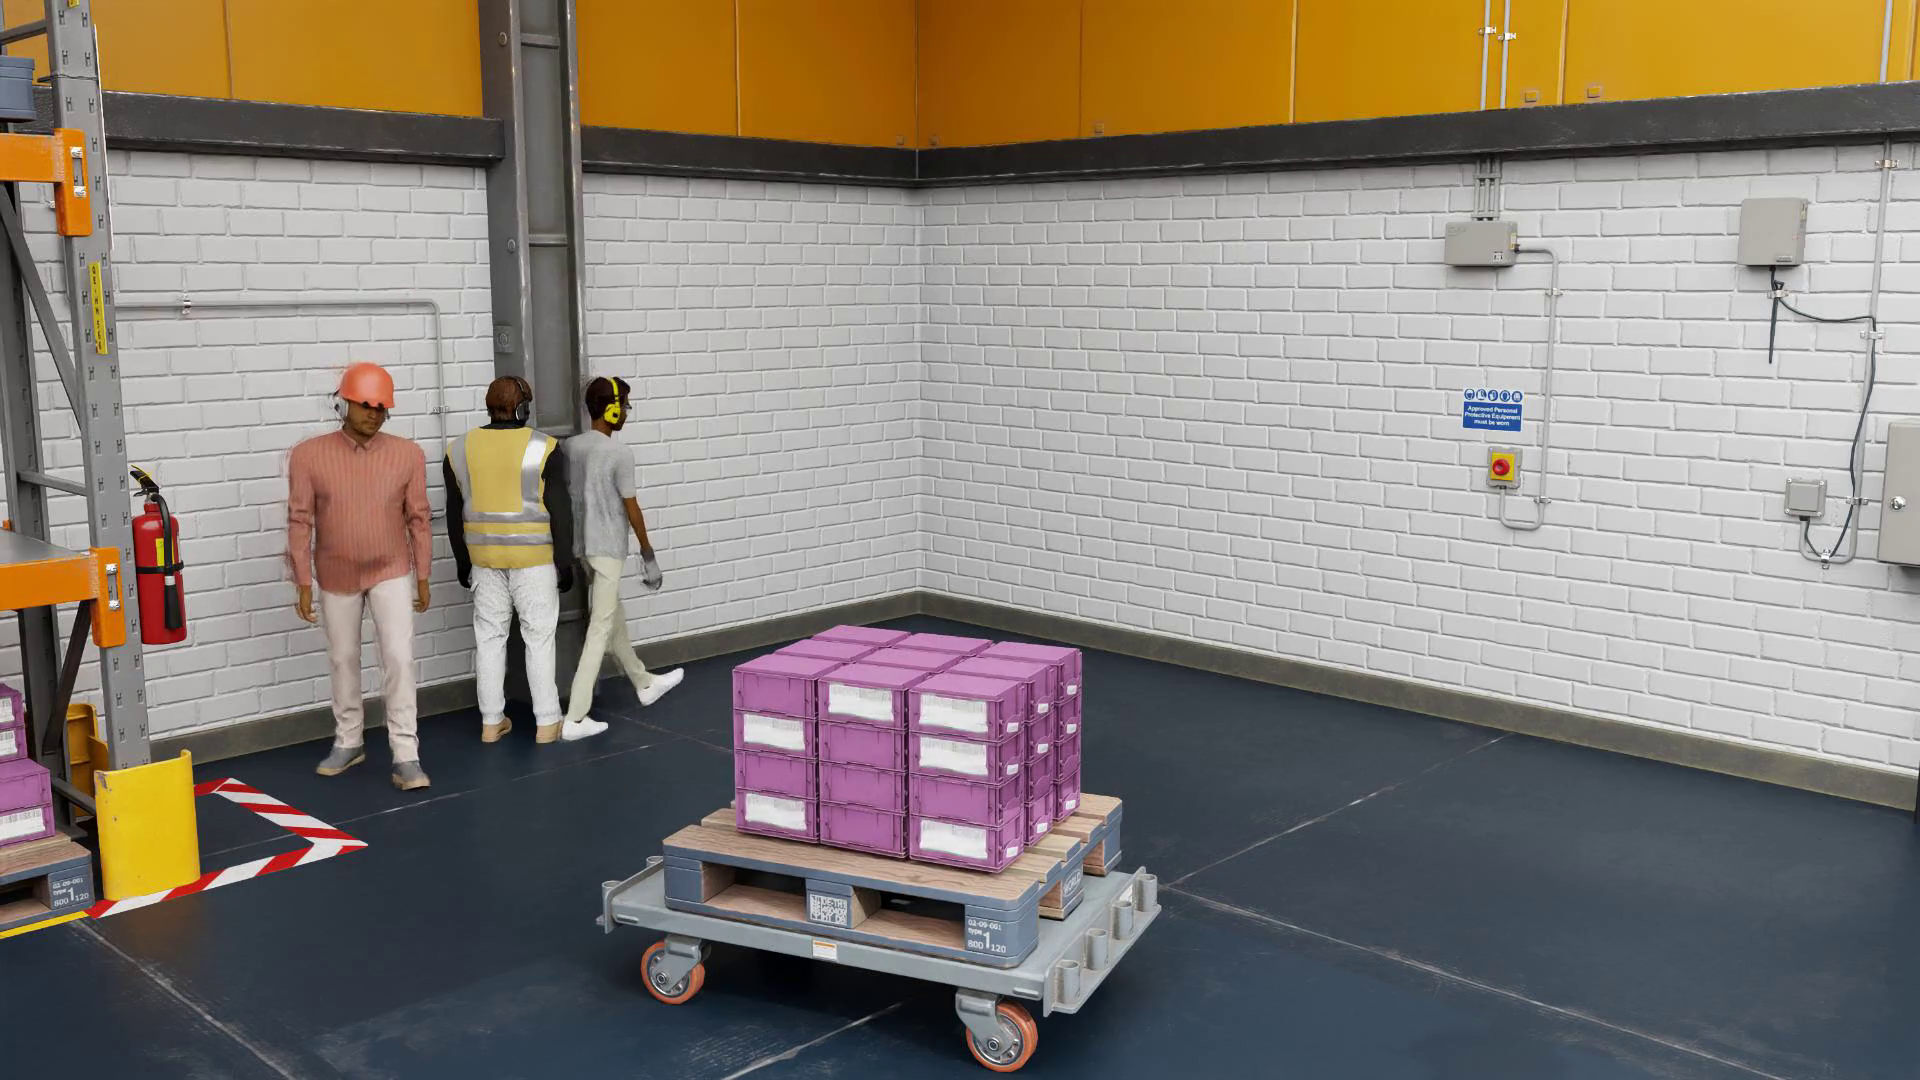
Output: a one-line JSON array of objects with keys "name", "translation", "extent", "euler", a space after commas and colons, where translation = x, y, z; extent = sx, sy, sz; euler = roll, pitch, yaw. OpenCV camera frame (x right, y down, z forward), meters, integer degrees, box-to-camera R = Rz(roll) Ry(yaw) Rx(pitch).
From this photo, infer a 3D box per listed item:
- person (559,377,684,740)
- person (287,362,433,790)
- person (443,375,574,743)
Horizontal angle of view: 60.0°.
[{"name": "person", "translation": [-1.763, 0.070, 8.593], "extent": [0.553, 1.810, 0.950], "euler": [8, 12, 39]}, {"name": "person", "translation": [-2.740, 0.163, 7.632], "extent": [0.630, 1.952, 0.704], "euler": [-4, 10, -21]}, {"name": "person", "translation": [-2.222, 0.100, 8.308], "extent": [0.633, 1.841, 0.429], "euler": [1, 9, 6]}]
